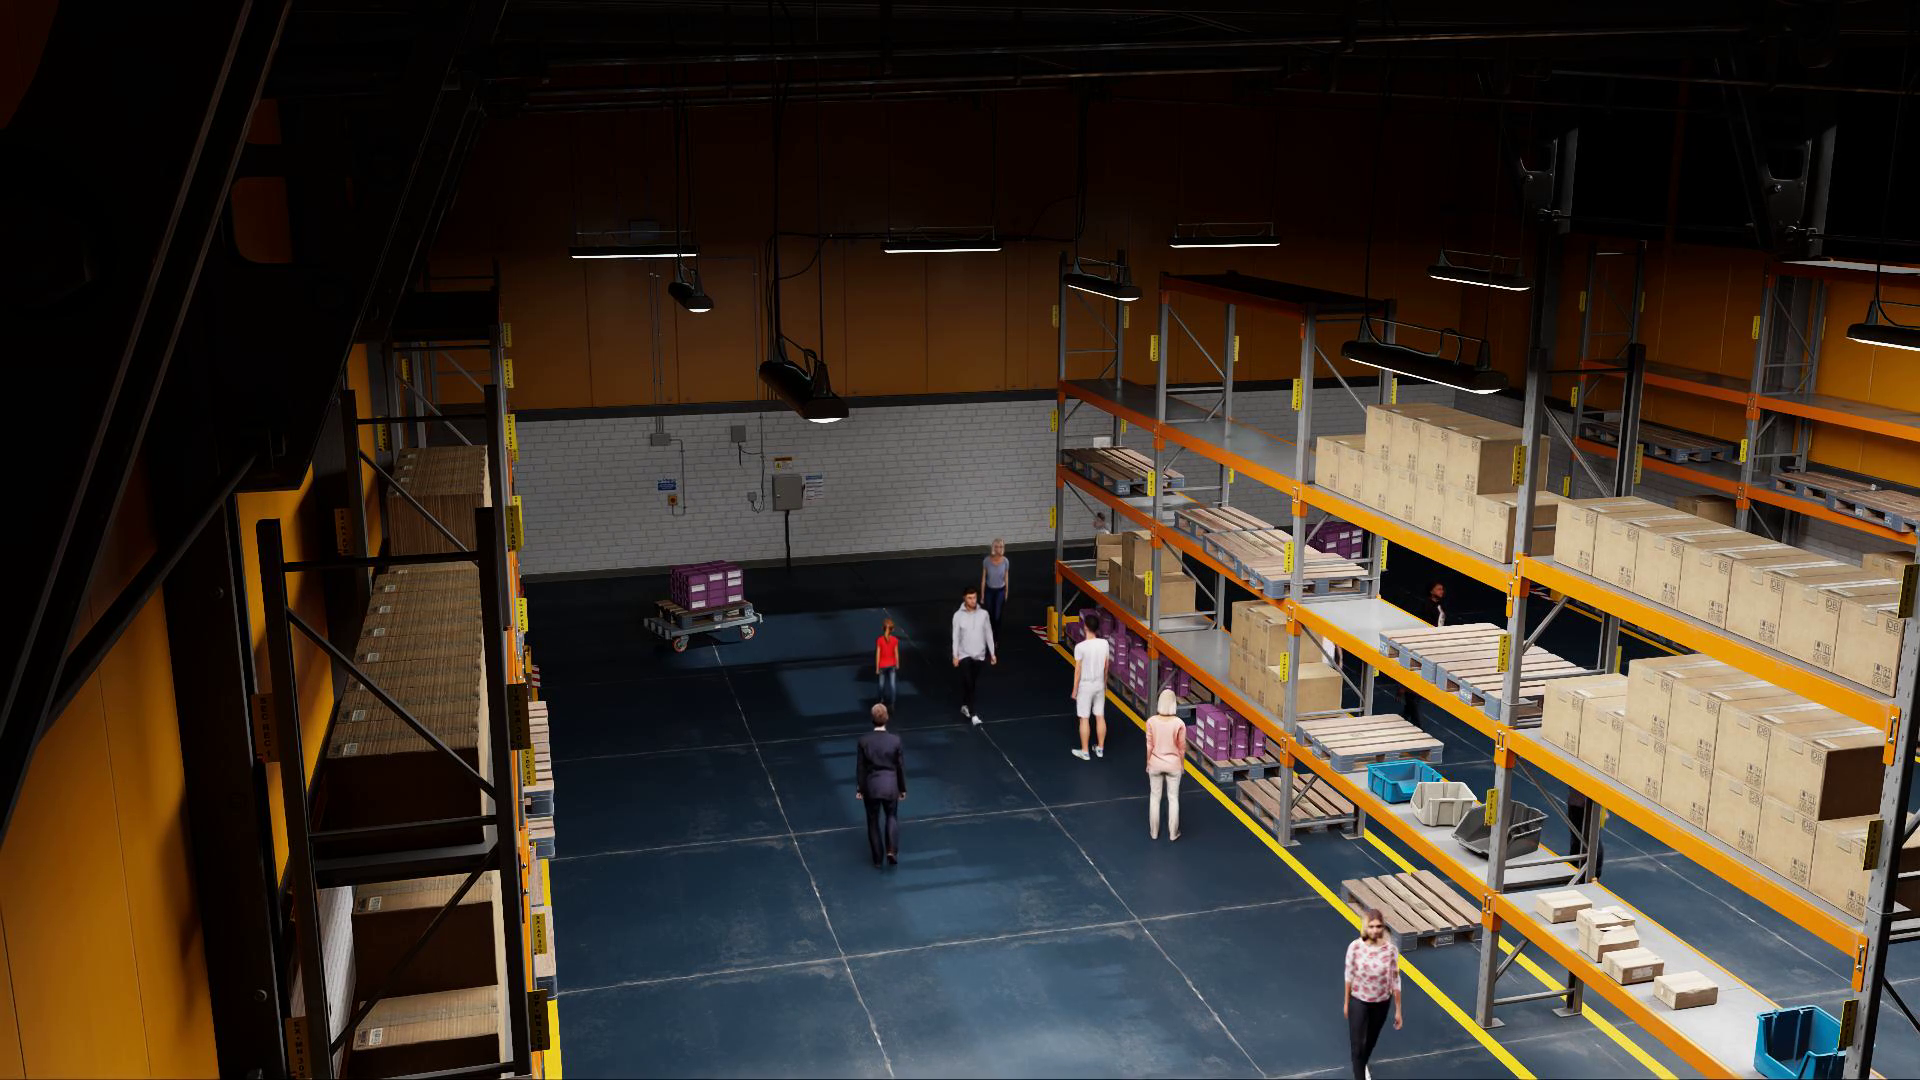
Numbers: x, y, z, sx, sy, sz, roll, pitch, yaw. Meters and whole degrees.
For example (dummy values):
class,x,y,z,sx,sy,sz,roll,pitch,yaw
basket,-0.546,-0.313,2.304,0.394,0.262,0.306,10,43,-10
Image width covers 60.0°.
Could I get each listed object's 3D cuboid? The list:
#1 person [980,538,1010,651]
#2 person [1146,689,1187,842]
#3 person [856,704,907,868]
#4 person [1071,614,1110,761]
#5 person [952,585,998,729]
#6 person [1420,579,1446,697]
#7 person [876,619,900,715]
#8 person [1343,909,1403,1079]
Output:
class,x,y,z,sx,sy,sz,roll,pitch,yaw
person,0.520,0.800,25.538,0.823,1.683,1.187,1,14,4
person,2.275,2.490,18.473,0.678,1.724,0.669,3,14,11
person,-0.843,2.643,17.666,0.747,1.806,0.812,-2,14,-6
person,1.642,1.840,20.881,0.740,1.852,0.656,-8,16,-30
person,0.118,1.516,22.169,0.775,1.876,1.185,-5,15,-21
person,6.586,1.362,23.234,0.677,1.675,0.682,-11,18,-39
person,-0.959,1.740,22.521,0.491,1.276,0.899,-4,14,-16
person,3.332,3.740,13.582,0.782,1.596,1.070,0,14,0
